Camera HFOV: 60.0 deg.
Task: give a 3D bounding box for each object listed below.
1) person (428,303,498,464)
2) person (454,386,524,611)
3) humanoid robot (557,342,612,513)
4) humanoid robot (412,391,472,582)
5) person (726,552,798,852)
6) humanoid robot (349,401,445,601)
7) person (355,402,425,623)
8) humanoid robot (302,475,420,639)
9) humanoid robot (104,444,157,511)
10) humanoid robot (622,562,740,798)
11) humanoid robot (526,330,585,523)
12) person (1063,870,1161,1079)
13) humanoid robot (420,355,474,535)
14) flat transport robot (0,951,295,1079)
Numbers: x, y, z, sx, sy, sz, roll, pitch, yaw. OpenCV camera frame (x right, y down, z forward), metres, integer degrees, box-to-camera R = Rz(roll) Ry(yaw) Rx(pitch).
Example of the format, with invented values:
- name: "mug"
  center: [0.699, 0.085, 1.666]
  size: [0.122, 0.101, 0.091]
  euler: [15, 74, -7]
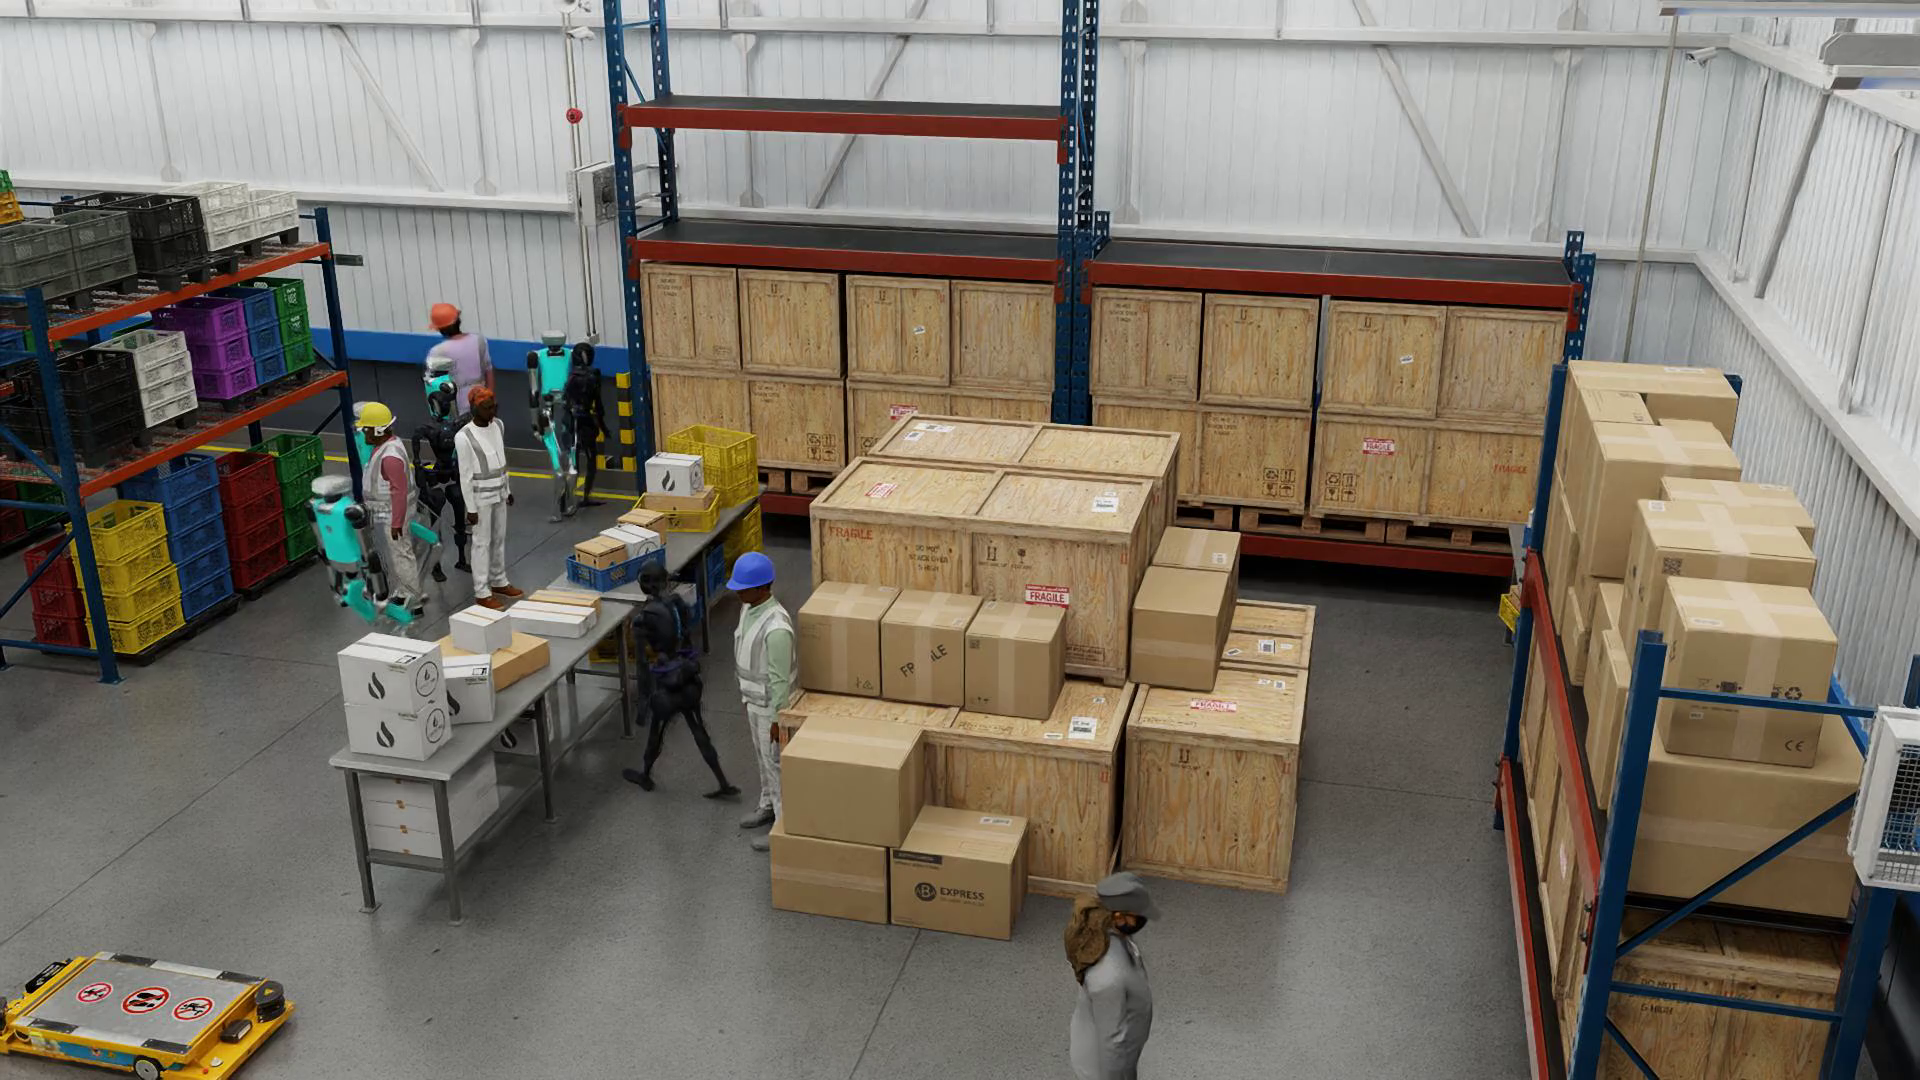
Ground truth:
- name: "person"
  center: [-4.817, -1.355, 16.161]
  size: [0.708, 2.002, 0.500]
  euler: [-20, 28, -41]
- name: "person"
  center: [-3.886, -0.350, 13.699]
  size: [0.337, 1.882, 0.583]
  euler: [7, 22, 18]
- name: "humanoid robot"
  center: [-3.647, -1.082, 15.912]
  size: [0.431, 1.646, 0.600]
  euler: [9, 23, 23]
- name: "humanoid robot"
  center: [-4.415, -0.484, 14.315]
  size: [0.599, 1.659, 0.315]
  euler: [-18, 27, -38]
- name: "person"
  center: [-1.193, 0.971, 10.173]
  size: [0.413, 1.939, 0.608]
  euler: [-8, 22, -21]
- name: "humanoid robot"
  center: [-4.616, -0.335, 13.808]
  size: [0.691, 1.748, 0.537]
  euler: [-18, 27, -39]
- name: "person"
  center: [-4.607, -0.231, 13.460]
  size: [0.403, 1.829, 0.599]
  euler: [-9, 23, -22]
- name: "humanoid robot"
  center: [-4.291, 0.355, 12.220]
  size: [0.548, 1.883, 0.786]
  euler: [10, 23, 24]
- name: "humanoid robot"
  center: [-7.430, -0.672, 14.883]
  size: [0.593, 1.619, 0.764]
  euler: [8, 22, 19]
- name: "humanoid robot"
  center: [-1.852, 0.923, 10.724]
  size: [0.820, 1.622, 0.590]
  euler: [9, 23, 23]
- name: "humanoid robot"
  center: [-3.739, -1.034, 15.717]
  size: [0.597, 1.799, 0.833]
  euler: [-11, 23, -26]
- name: "person"
  center: [0.634, 2.207, 7.177]
  size: [0.405, 1.763, 0.564]
  euler: [1, 21, 3]
- name: "humanoid robot"
  center: [-4.450, -0.898, 15.151]
  size: [0.735, 1.677, 0.533]
  euler: [-17, 27, -37]
- name: "flat transport robot"
  center: [-4.270, 2.464, 8.601]
  size: [1.431, 0.231, 0.659]
  euler: [5, 22, 13]
